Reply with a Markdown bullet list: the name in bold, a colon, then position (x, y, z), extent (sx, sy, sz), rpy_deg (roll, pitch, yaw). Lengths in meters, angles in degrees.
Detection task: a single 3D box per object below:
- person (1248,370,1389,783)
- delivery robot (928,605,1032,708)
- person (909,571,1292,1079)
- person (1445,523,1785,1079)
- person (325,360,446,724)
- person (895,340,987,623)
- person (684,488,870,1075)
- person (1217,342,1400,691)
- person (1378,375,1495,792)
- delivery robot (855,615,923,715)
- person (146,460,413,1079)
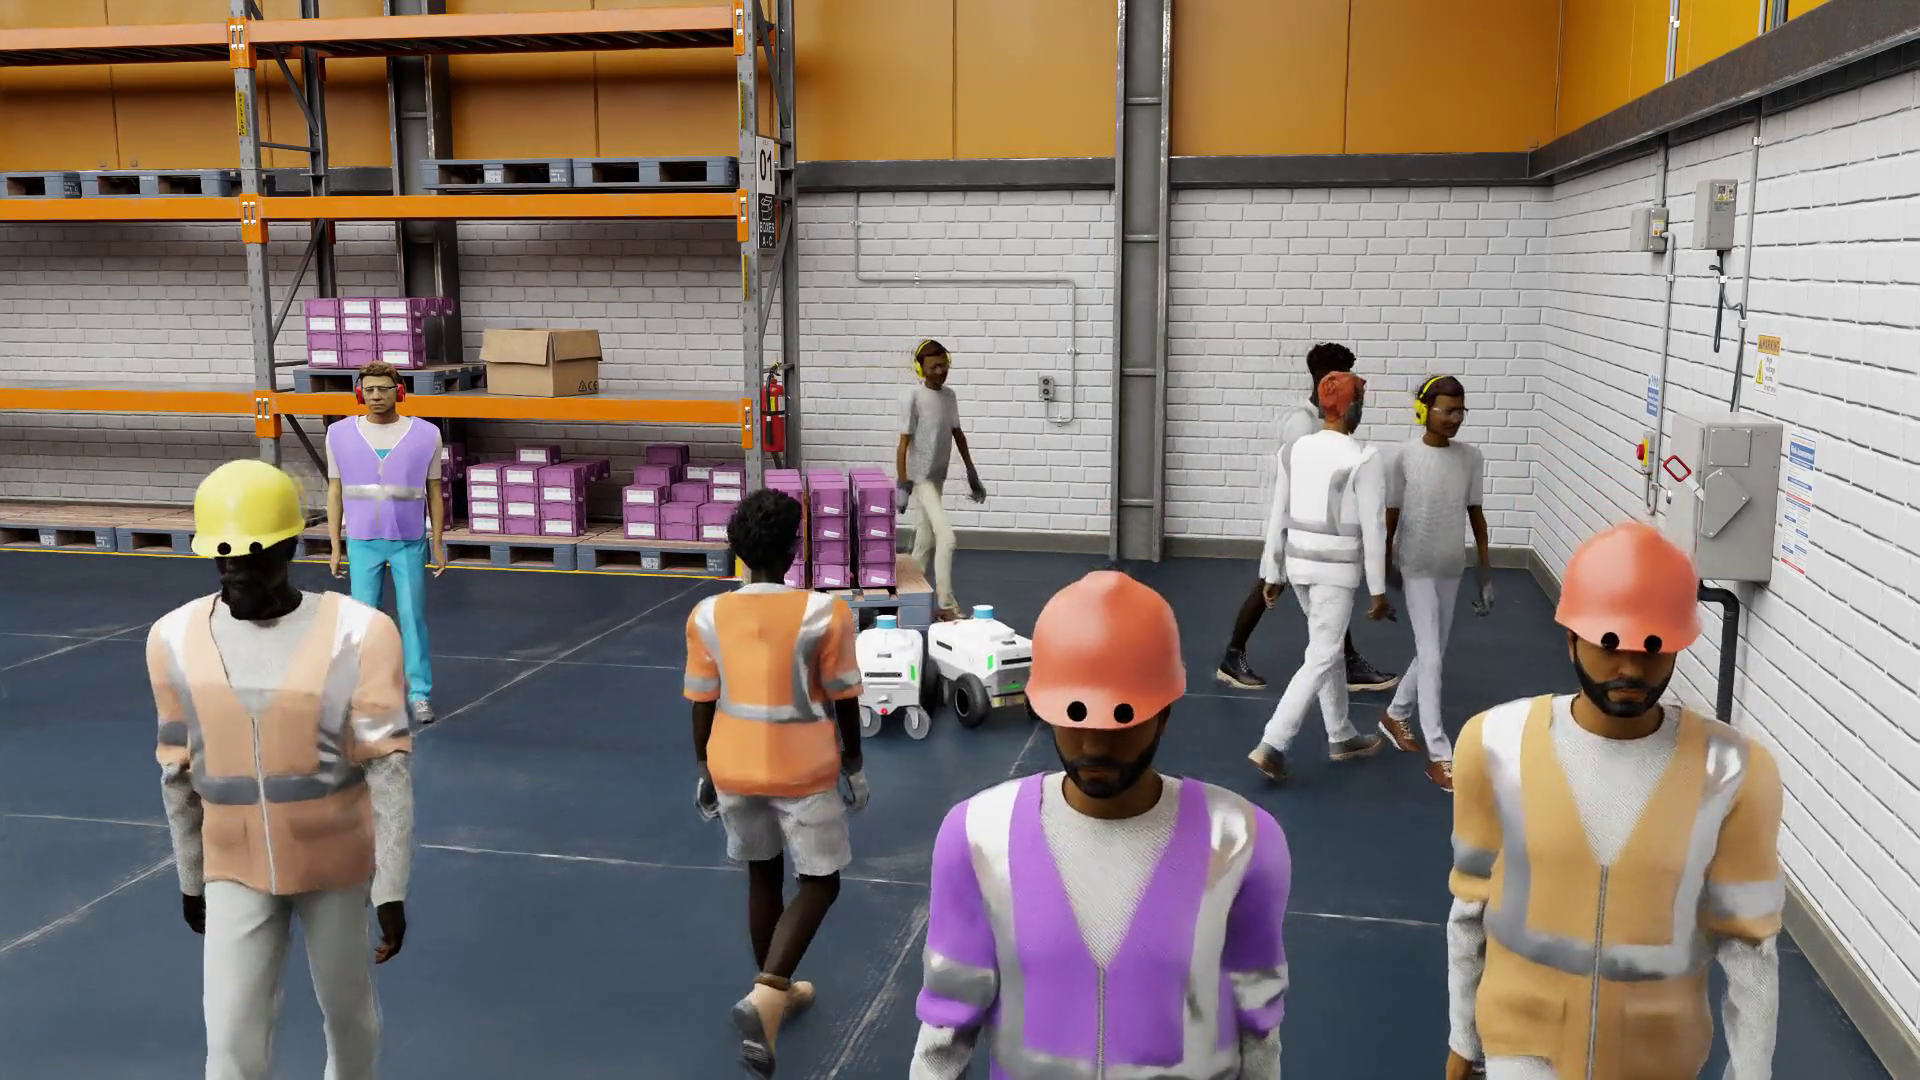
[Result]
- **person**: position (1.605, 0.164, 7.521), extent (0.891, 1.859, 0.588), rpy_deg (-6, 11, -32)
- **delivery robot**: position (0.121, 0.581, 8.593), extent (0.477, 0.478, 0.707), rpy_deg (-5, 11, -28)
- **person**: position (0.213, 0.962, 2.593), extent (0.564, 1.889, 1.006), rpy_deg (2, 10, 12)
- **person**: position (1.180, 0.880, 3.069), extent (0.555, 1.901, 0.957), rpy_deg (3, 10, 20)
- **person**: position (-2.882, 0.017, 8.387), extent (0.564, 1.847, 0.388), rpy_deg (-3, 10, -15)
- **person**: position (-0.083, -0.359, 10.666), extent (0.750, 1.836, 0.610), rpy_deg (5, 11, 28)
- **person**: position (-0.562, 0.688, 4.826), extent (0.545, 1.680, 0.635), rpy_deg (3, 10, 18)
- **person**: position (1.854, -0.107, 8.969), extent (0.959, 1.916, 0.636), rpy_deg (5, 11, 28)
- **person**: position (2.173, 0.153, 7.632), extent (0.528, 1.833, 0.877), rpy_deg (-3, 10, -15)
- **delivery robot**: position (-0.366, 0.621, 8.350), extent (0.477, 0.478, 0.707), rpy_deg (0, 9, 1)
- **person**: position (-1.558, 0.759, 3.803), extent (0.604, 1.877, 0.957), rpy_deg (-1, 9, -5)
